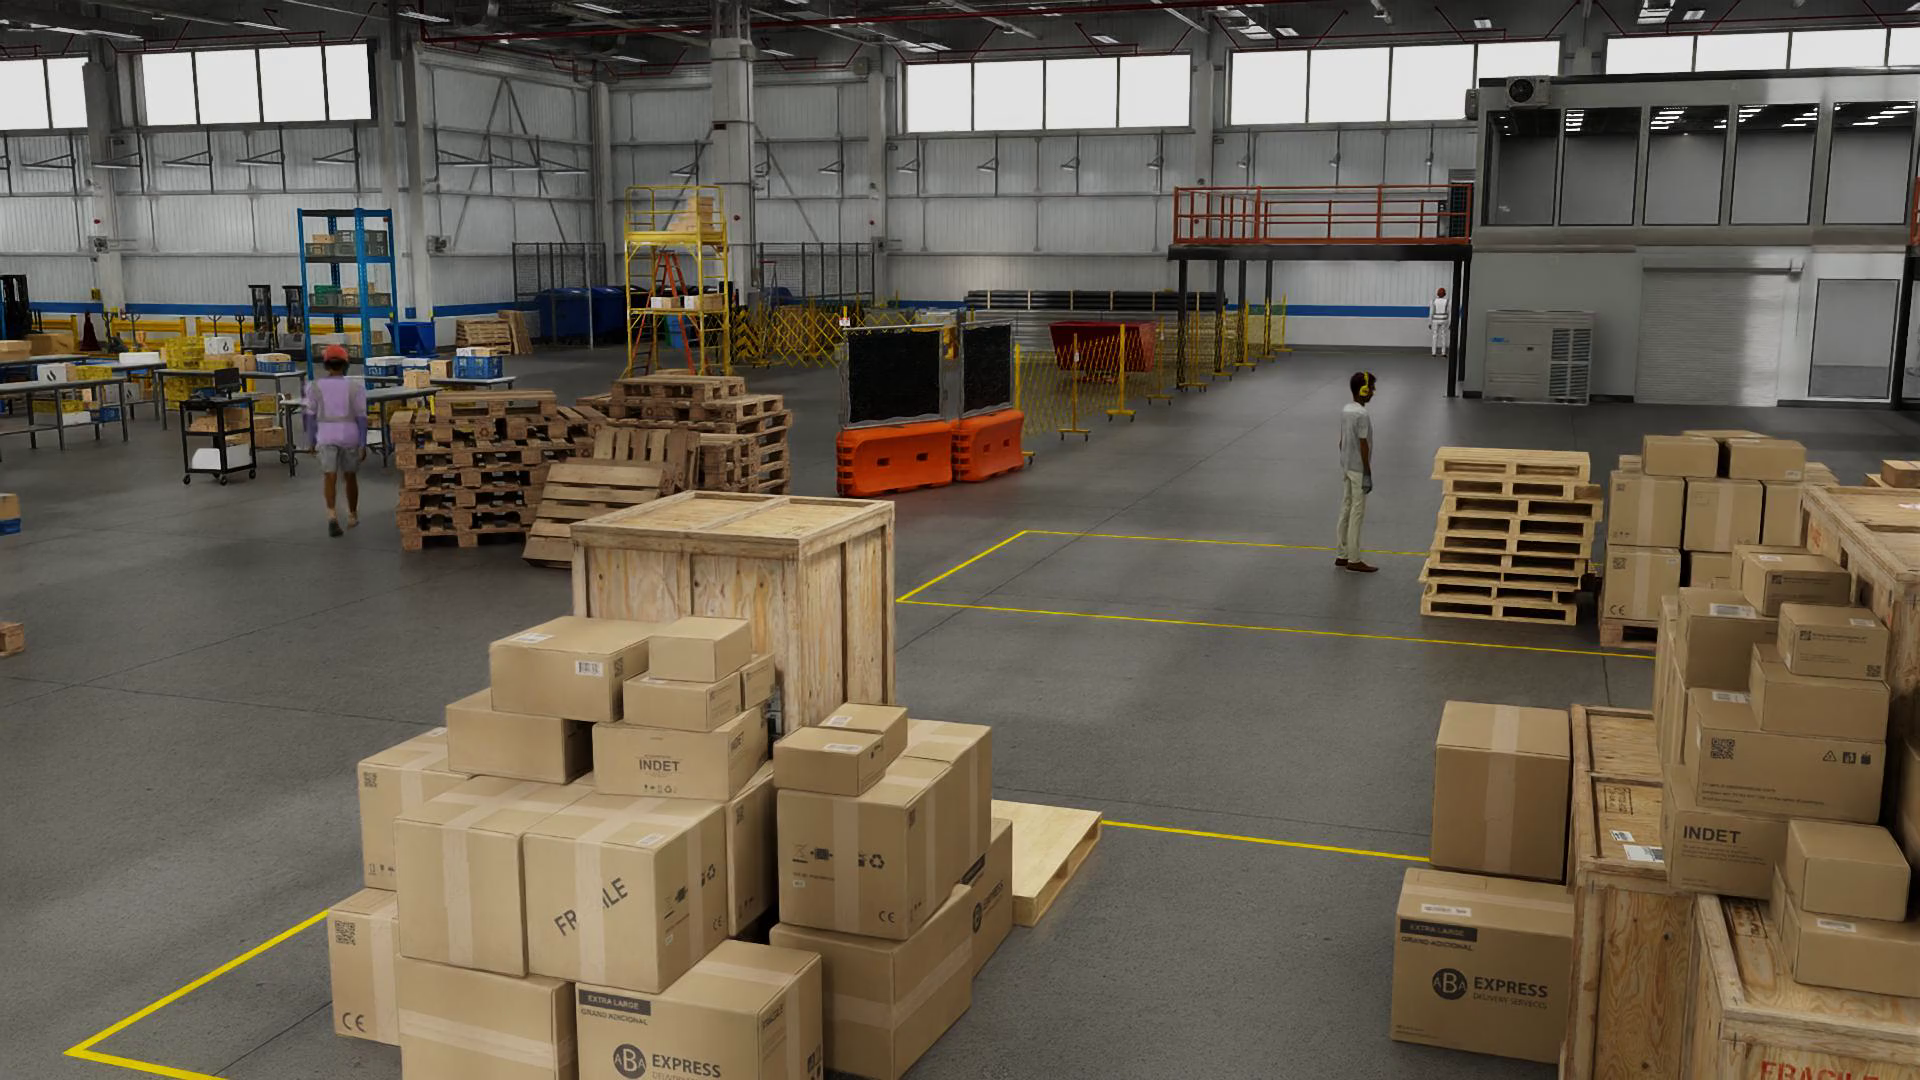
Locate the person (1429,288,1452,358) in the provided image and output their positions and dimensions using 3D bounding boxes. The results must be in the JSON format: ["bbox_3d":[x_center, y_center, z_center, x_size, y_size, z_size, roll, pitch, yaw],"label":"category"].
[{"bbox_3d":[12.903,-5.826,44.688,0.586,1.882,0.341,3,11,18],"label":"person"}]

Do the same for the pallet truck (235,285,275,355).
[{"bbox_3d":[-18.327,-5.835,44.421,0.823,1.965,1.885,4,11,23],"label":"pallet truck"}]

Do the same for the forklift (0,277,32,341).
[{"bbox_3d":[-27.151,-6.329,46.328,1.157,1.987,2.680,3,11,17],"label":"forklift"}]

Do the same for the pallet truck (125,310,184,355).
[{"bbox_3d":[-22.038,-5.665,45.457,0.704,1.261,1.522,3,11,17],"label":"pallet truck"}]

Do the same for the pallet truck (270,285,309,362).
[{"bbox_3d":[-17.147,-5.700,43.663,0.823,1.965,1.885,3,11,17],"label":"pallet truck"}]

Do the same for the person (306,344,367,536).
[{"bbox_3d":[-6.568,-1.061,17.552,0.617,2.007,0.975,-3,11,-17],"label":"person"}]

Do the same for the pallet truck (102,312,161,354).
[{"bbox_3d":[-23.057,-5.777,46.261,0.680,1.201,1.601,3,11,19],"label":"pallet truck"}]

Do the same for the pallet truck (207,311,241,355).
[{"bbox_3d":[-19.537,-5.575,44.913,0.653,1.274,1.630,3,11,19],"label":"pallet truck"}]

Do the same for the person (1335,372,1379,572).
[{"bbox_3d":[3.711,-0.632,15.498,0.328,1.867,0.509,-2,10,-12],"label":"person"}]
